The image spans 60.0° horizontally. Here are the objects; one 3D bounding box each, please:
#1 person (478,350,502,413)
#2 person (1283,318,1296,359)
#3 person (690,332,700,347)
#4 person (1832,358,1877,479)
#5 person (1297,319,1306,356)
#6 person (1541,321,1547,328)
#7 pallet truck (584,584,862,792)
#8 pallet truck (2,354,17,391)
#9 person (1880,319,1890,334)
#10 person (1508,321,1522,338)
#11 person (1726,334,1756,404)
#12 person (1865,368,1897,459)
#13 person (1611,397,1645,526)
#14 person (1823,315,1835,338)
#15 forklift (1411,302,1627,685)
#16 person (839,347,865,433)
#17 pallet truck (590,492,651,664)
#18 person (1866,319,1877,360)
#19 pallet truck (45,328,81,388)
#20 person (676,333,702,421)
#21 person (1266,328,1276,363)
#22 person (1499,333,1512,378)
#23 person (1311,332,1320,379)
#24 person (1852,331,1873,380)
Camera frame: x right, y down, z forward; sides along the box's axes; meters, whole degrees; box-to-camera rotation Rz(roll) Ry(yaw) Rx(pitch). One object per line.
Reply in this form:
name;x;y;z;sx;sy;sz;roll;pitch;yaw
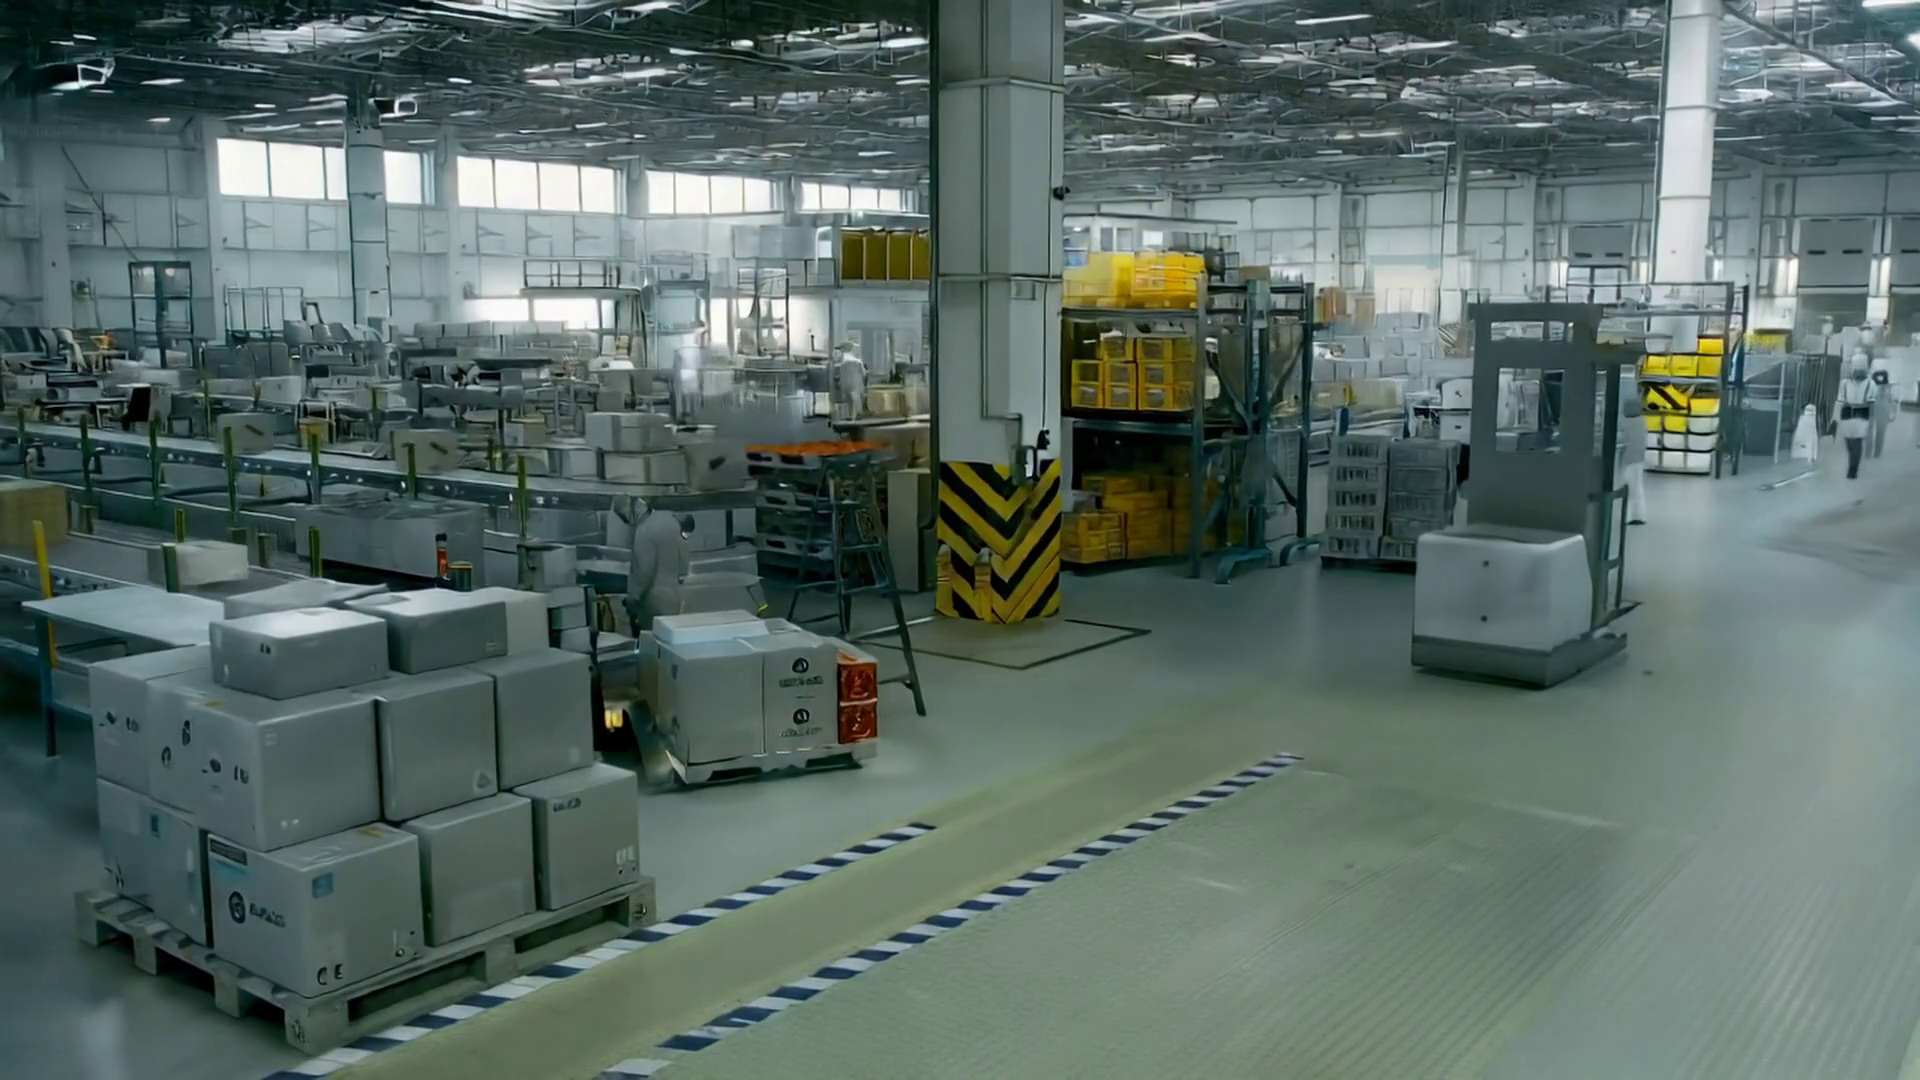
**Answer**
person;-8.404;-2.436;29.636;0.433;1.888;0.665;-7;11;-40
person;14.546;-8.938;73.408;0.570;1.905;0.875;3;9;17
person;-10.731;-7.968;67.188;0.771;1.822;0.513;6;10;34
person;14.105;-1.919;26.219;0.556;1.886;1.017;7;11;38
person;15.851;-9.414;76.899;0.603;1.827;1.006;-1;8;-6
person;24.280;-8.242;69.031;0.431;1.832;0.644;-4;9;-24
pallet truck;-1.426;0.805;10.019;1.601;1.201;0.680;-4;9;-26
pallet truck;-24.881;-4.417;42.634;1.885;1.965;0.823;8;11;41
person;38.774;-8.366;69.784;0.429;1.841;0.633;3;9;19
person;25.689;-9.478;77.068;0.634;1.911;0.781;1;9;9
person;20.398;-4.452;43.449;0.872;1.836;0.520;4;9;23
person;15.976;-2.186;28.919;0.523;1.584;0.856;5;10;31
person;8.324;-0.977;20.732;0.524;1.611;0.563;-7;11;-40
person;37.493;-8.721;71.746;0.456;1.964;0.645;-1;9;-9
forklift;4.379;-0.438;12.852;1.129;2.768;1.873;7;11;37
person;-2.209;-3.033;33.896;0.593;1.814;0.601;6;10;35
pallet truck;-3.115;0.344;12.883;0.653;1.274;1.630;7;11;37
person;35.295;-7.604;64.425;0.528;1.913;0.602;1;8;6
pallet truck;-23.775;-4.544;43.495;1.885;1.965;0.823;6;10;35
person;-6.208;-3.715;37.903;0.660;1.986;0.916;-5;10;-28
person;9.094;-5.362;49.471;0.961;1.879;0.609;7;11;41
person;13.710;-4.293;42.158;0.575;1.889;0.505;4;9;25
person;10.373;-5.238;48.949;0.313;1.769;0.523;-8;12;-44
person;23.108;-4.385;42.598;0.613;1.953;0.392;-4;10;-27
